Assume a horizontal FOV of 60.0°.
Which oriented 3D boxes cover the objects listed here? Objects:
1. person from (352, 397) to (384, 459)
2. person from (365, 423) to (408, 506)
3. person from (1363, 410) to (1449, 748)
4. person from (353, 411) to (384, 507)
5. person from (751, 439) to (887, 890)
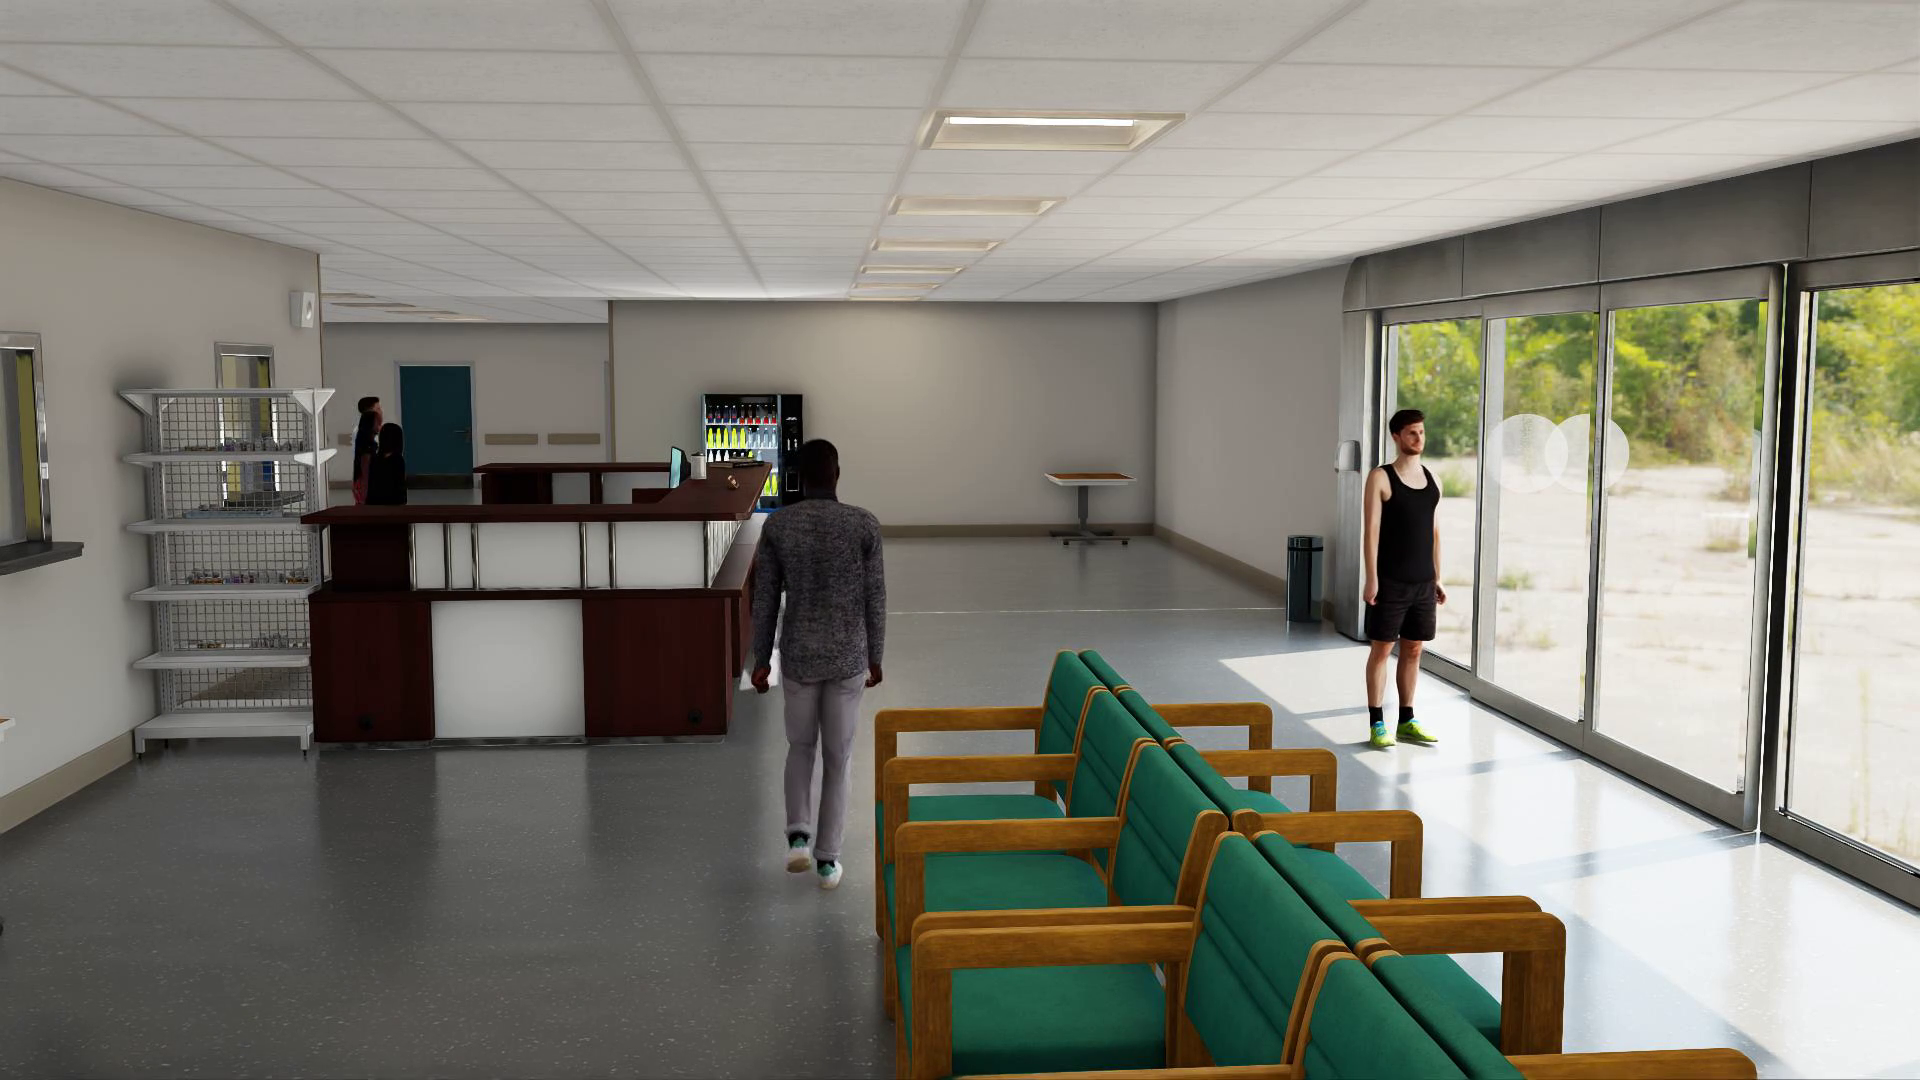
[{"bbox_3d":[-6.180,-0.545,17.192,0.881,1.826,0.702,-1,6,-11],"label":"person"},{"bbox_3d":[-5.389,-0.254,15.400,0.965,1.605,0.960,3,7,31],"label":"person"},{"bbox_3d":[2.494,0.207,9.388,0.628,1.892,0.807,-2,6,-22],"label":"person"},{"bbox_3d":[-5.829,-0.385,16.164,0.815,1.712,0.710,-2,6,-20],"label":"person"},{"bbox_3d":[-0.555,0.520,6.679,0.687,1.811,0.796,0,6,3],"label":"person"}]
